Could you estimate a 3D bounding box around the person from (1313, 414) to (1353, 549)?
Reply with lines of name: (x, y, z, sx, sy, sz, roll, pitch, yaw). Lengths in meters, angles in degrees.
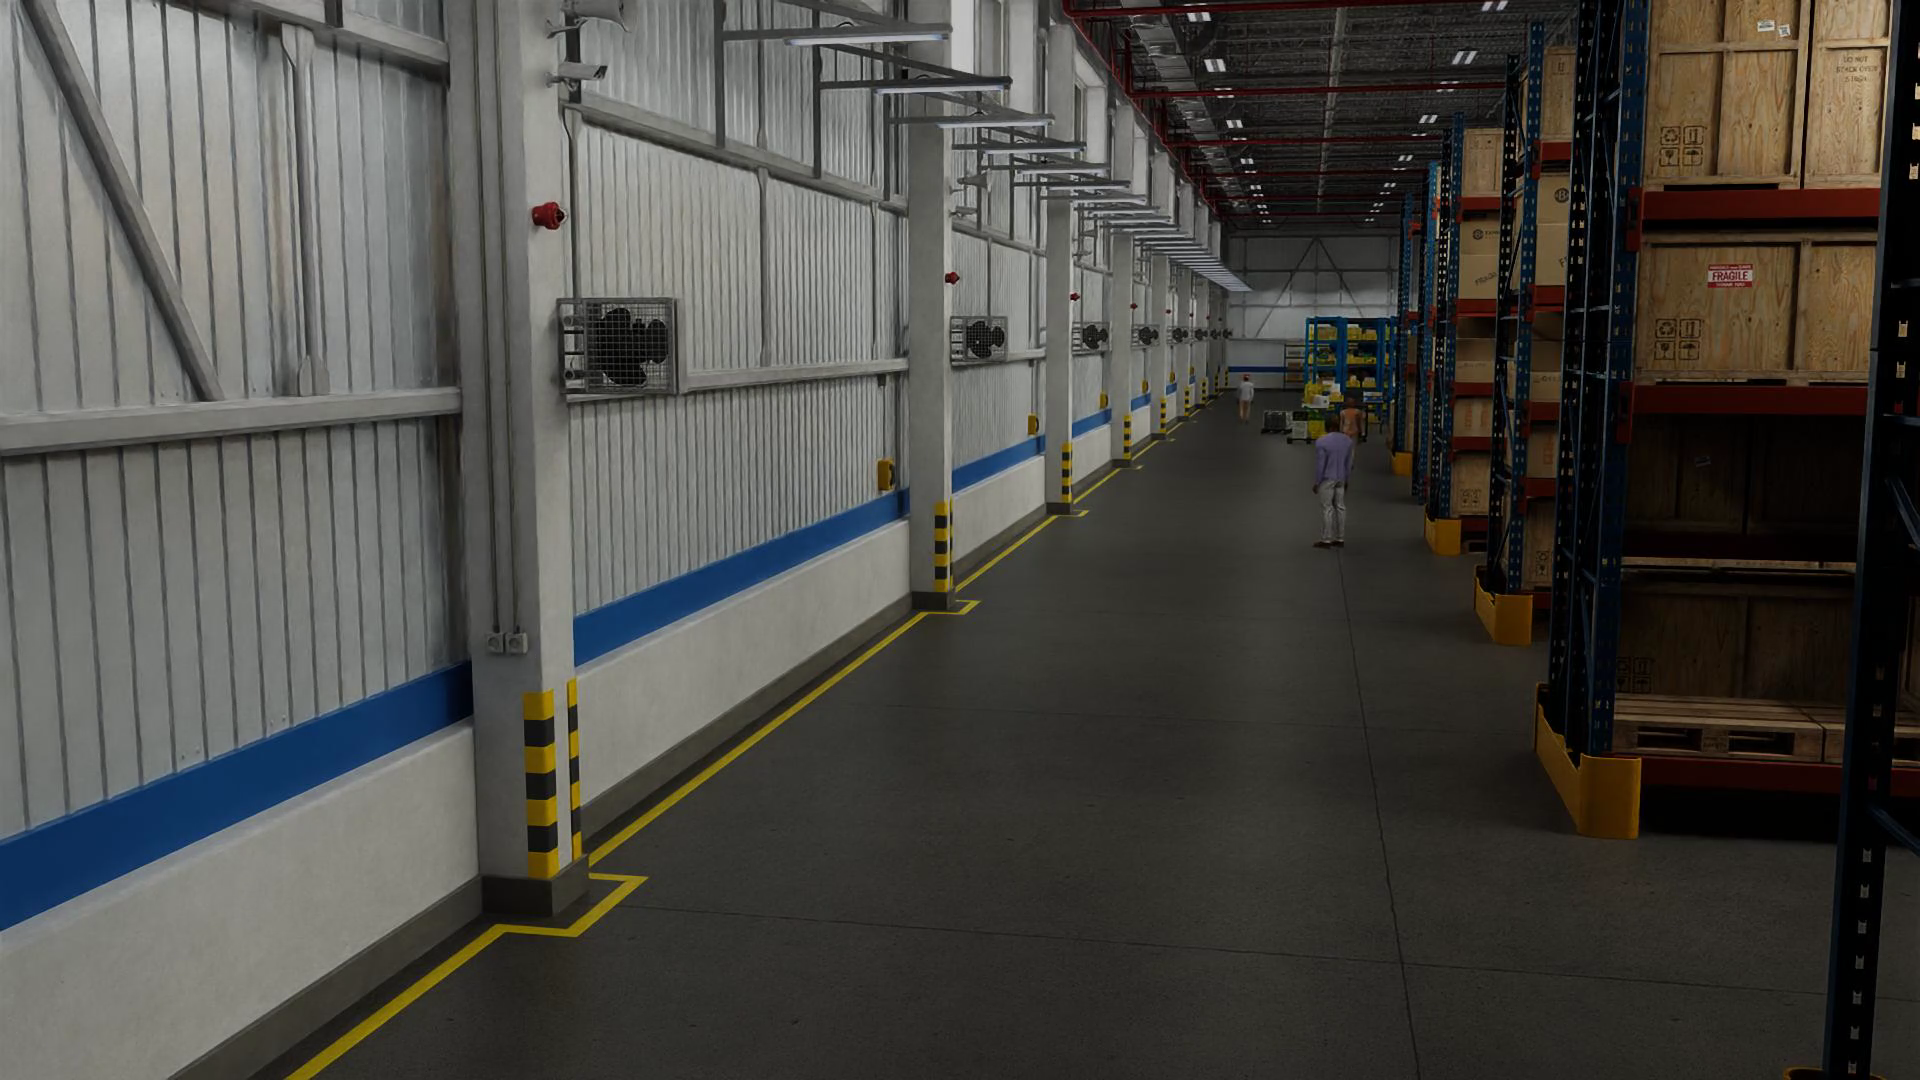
person: (5.329, -0.839, 23.844, 0.635, 1.938, 0.361, -4, 8, -28)

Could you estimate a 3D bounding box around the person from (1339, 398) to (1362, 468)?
person: (8.905, -2.435, 37.963, 0.519, 1.599, 0.810, 1, 7, 12)

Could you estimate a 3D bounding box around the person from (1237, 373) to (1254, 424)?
person: (9.636, -4.769, 56.095, 0.564, 1.740, 0.411, 2, 7, 15)
